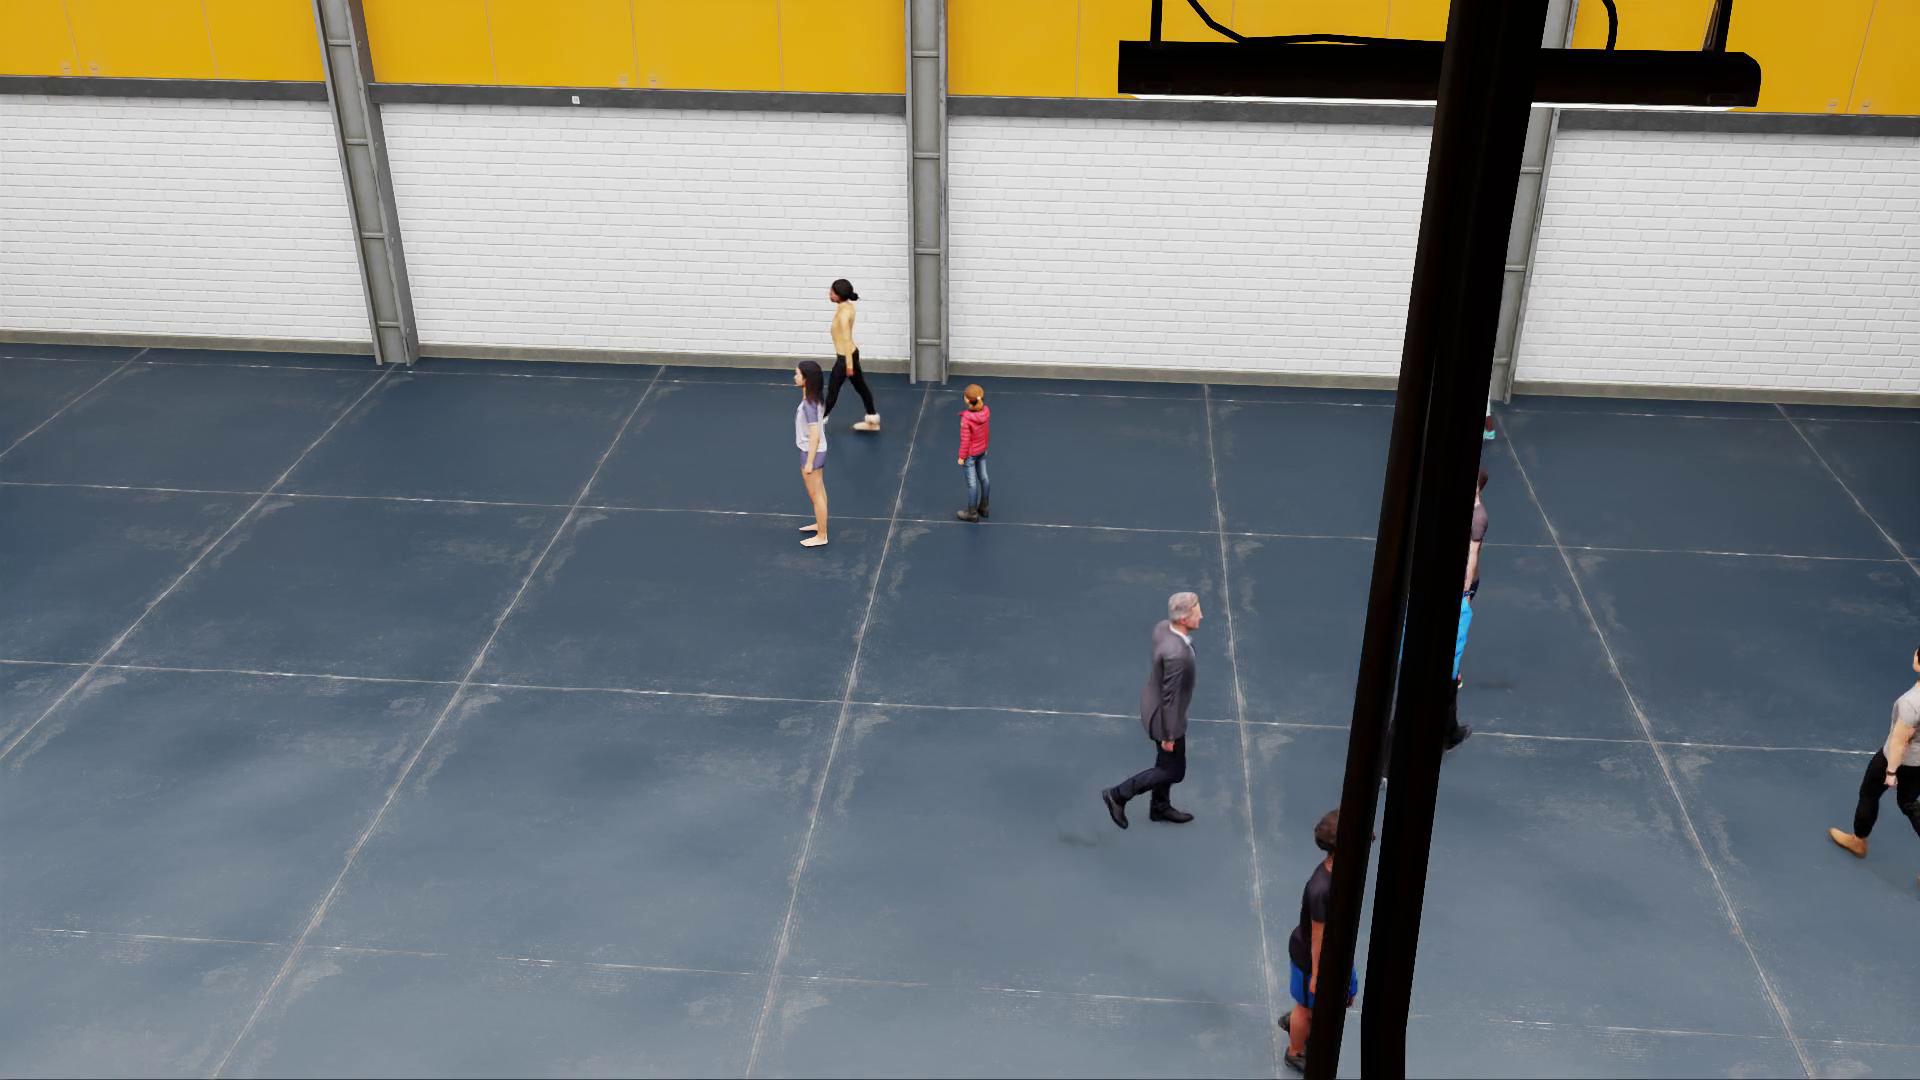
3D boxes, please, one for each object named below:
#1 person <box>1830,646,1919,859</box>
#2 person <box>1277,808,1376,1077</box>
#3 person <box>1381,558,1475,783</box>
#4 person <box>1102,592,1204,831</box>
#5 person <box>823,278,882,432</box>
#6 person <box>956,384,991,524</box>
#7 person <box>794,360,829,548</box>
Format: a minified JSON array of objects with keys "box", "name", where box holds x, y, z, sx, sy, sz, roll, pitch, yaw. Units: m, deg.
[{"box":[6.099,1.426,10.589,1.026,1.698,0.915,-10,30,-17],"name":"person"},{"box":[1.901,2.192,9.096,0.815,1.783,0.760,25,37,38],"name":"person"},{"box":[3.203,0.900,11.501,1.207,1.748,1.108,-19,34,-31],"name":"person"},{"box":[1.292,1.152,10.964,0.886,1.820,0.776,-2,29,-3],"name":"person"},{"box":[-1.040,-1.798,16.581,1.055,1.621,0.649,3,29,6],"name":"person"},{"box":[0.141,-0.795,15.058,0.644,1.318,0.597,25,37,38],"name":"person"},{"box":[-1.292,-0.773,14.584,0.545,1.733,0.610,-1,29,-2],"name":"person"}]
